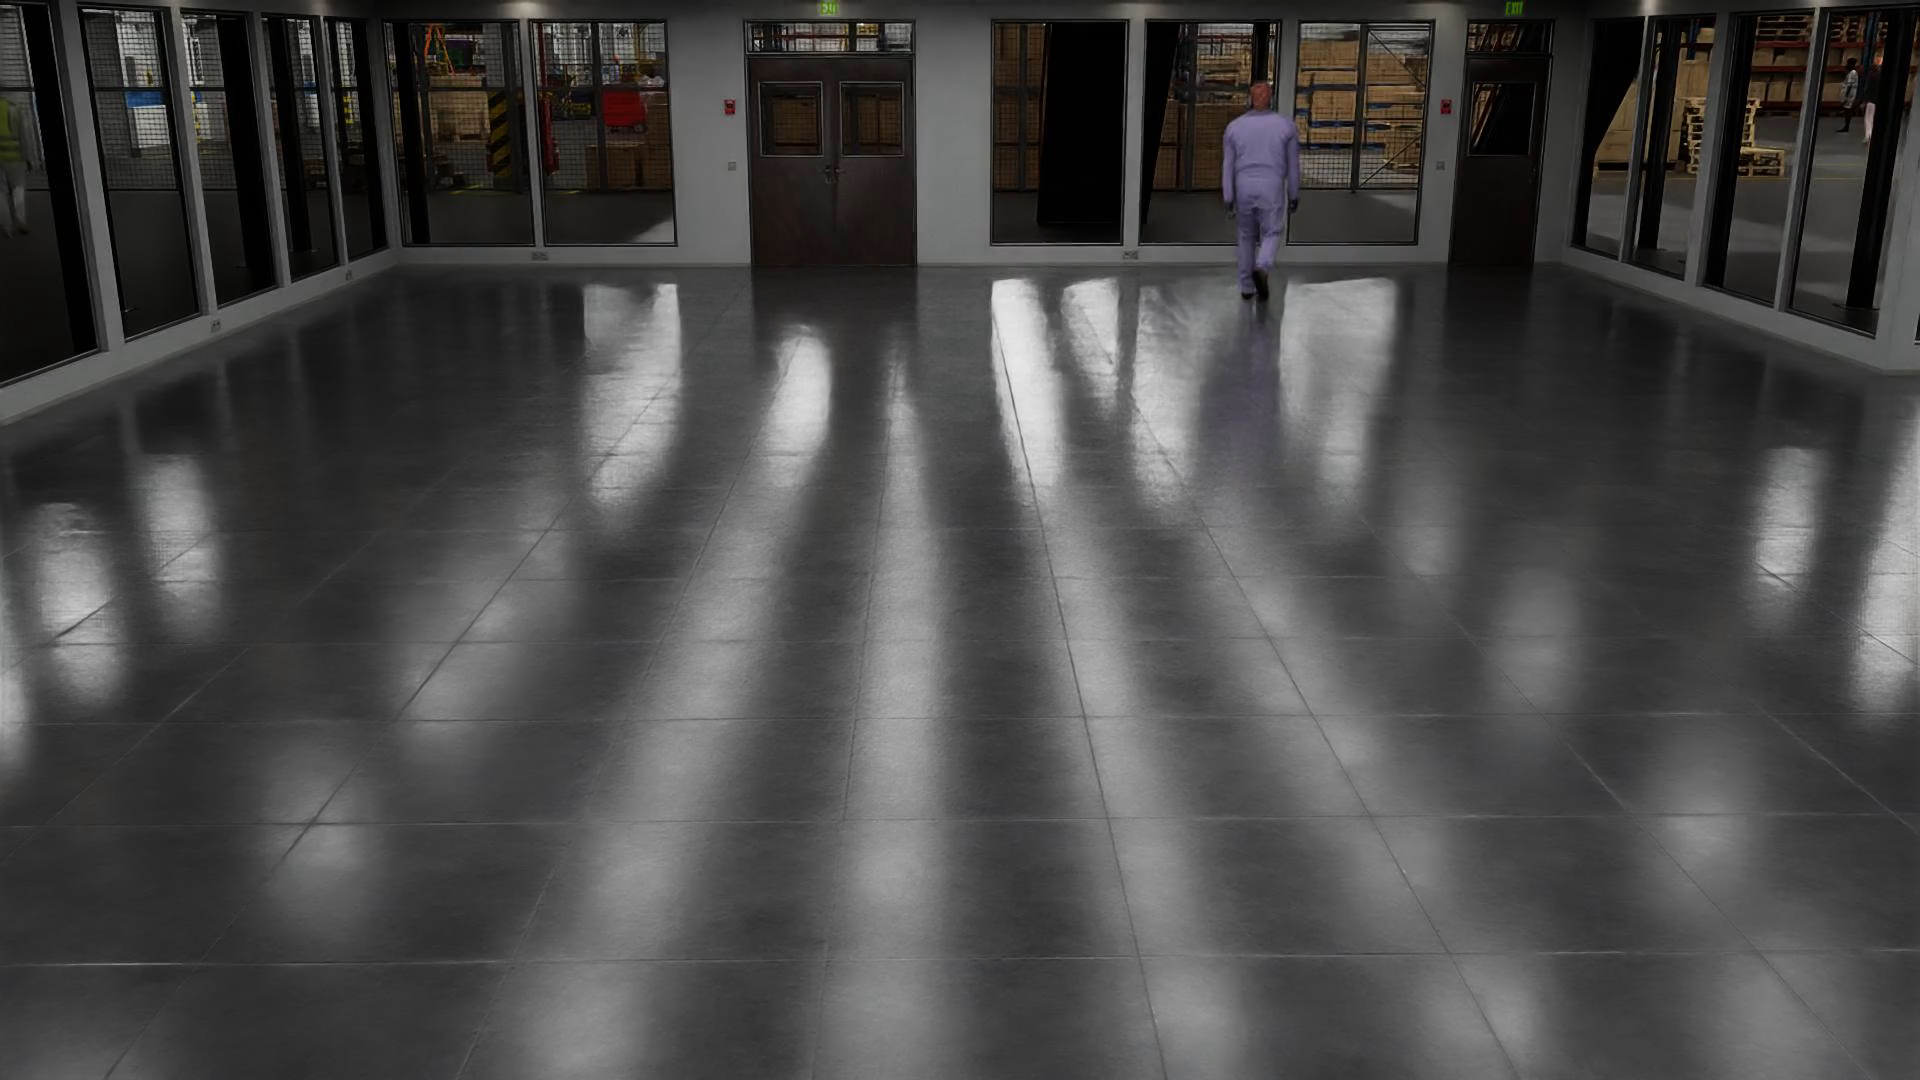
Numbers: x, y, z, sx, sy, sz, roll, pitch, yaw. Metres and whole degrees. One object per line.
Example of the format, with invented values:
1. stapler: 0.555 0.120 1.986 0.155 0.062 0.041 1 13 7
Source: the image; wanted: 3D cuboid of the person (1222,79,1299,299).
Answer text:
1. person: 2.570 -2.991 14.316 0.656 1.884 0.645 6 17 19
